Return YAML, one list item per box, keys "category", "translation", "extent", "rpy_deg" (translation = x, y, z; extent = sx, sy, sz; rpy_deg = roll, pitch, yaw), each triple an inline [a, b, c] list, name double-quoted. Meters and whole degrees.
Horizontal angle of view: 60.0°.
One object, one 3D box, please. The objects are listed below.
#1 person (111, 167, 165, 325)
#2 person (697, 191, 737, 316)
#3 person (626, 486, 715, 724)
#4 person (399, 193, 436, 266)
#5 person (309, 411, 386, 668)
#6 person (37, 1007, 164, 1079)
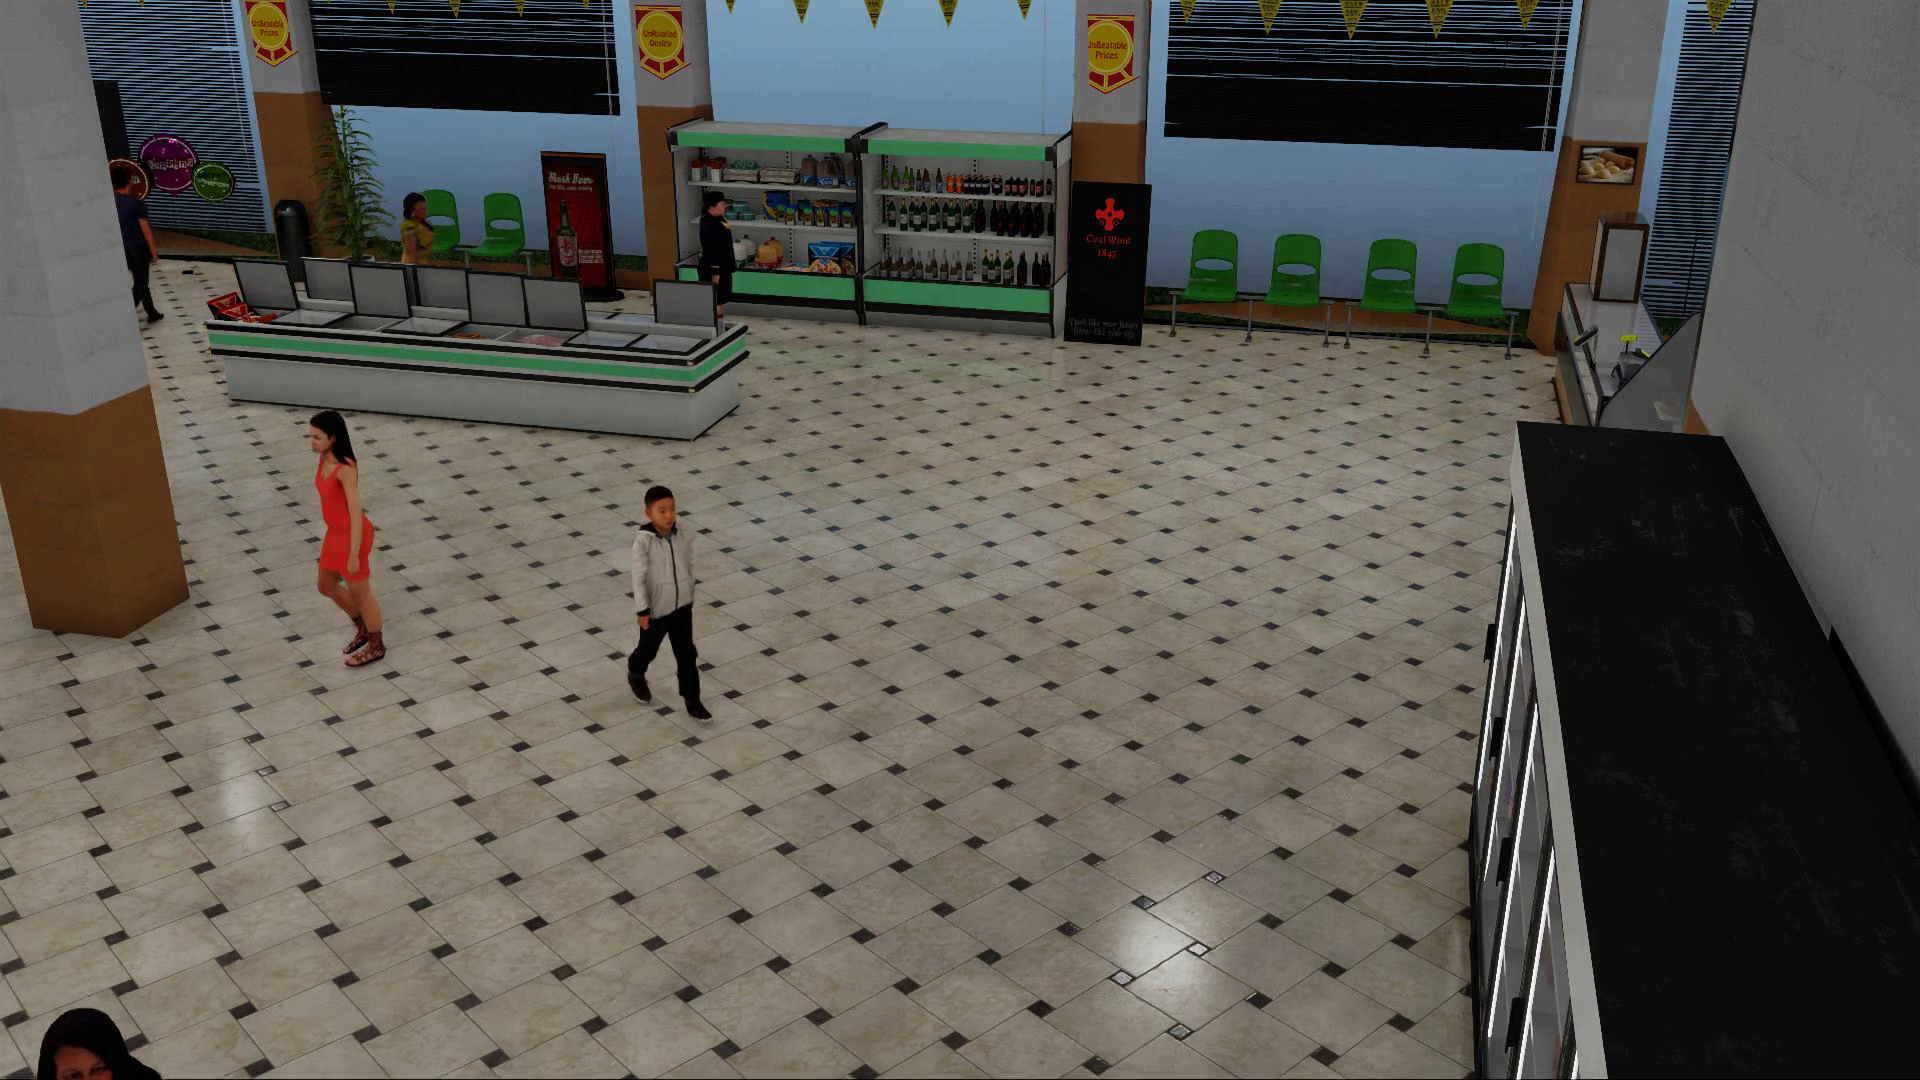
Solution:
- category: "person"
  translation: [-9.016, -3.105, 18.042]
  extent: [1.077, 1.749, 0.761]
  rpy_deg: [4, 22, 10]
- category: "person"
  translation: [-2.563, -2.820, 17.437]
  extent: [0.679, 1.671, 0.730]
  rpy_deg: [1, 22, 4]
- category: "person"
  translation: [-1.791, 0.355, 9.843]
  extent: [0.900, 1.442, 1.060]
  rpy_deg: [-19, 29, -39]
- category: "person"
  translation: [-5.750, -2.806, 17.435]
  extent: [1.019, 1.646, 0.882]
  rpy_deg: [-1, 22, -3]
- category: "person"
  translation: [-3.747, -0.020, 10.425]
  extent: [0.767, 1.703, 0.663]
  rpy_deg: [-19, 29, -39]
- category: "person"
  translation: [-2.697, 2.129, 5.223]
  extent: [0.954, 1.595, 1.054]
  rpy_deg: [-16, 27, -35]
